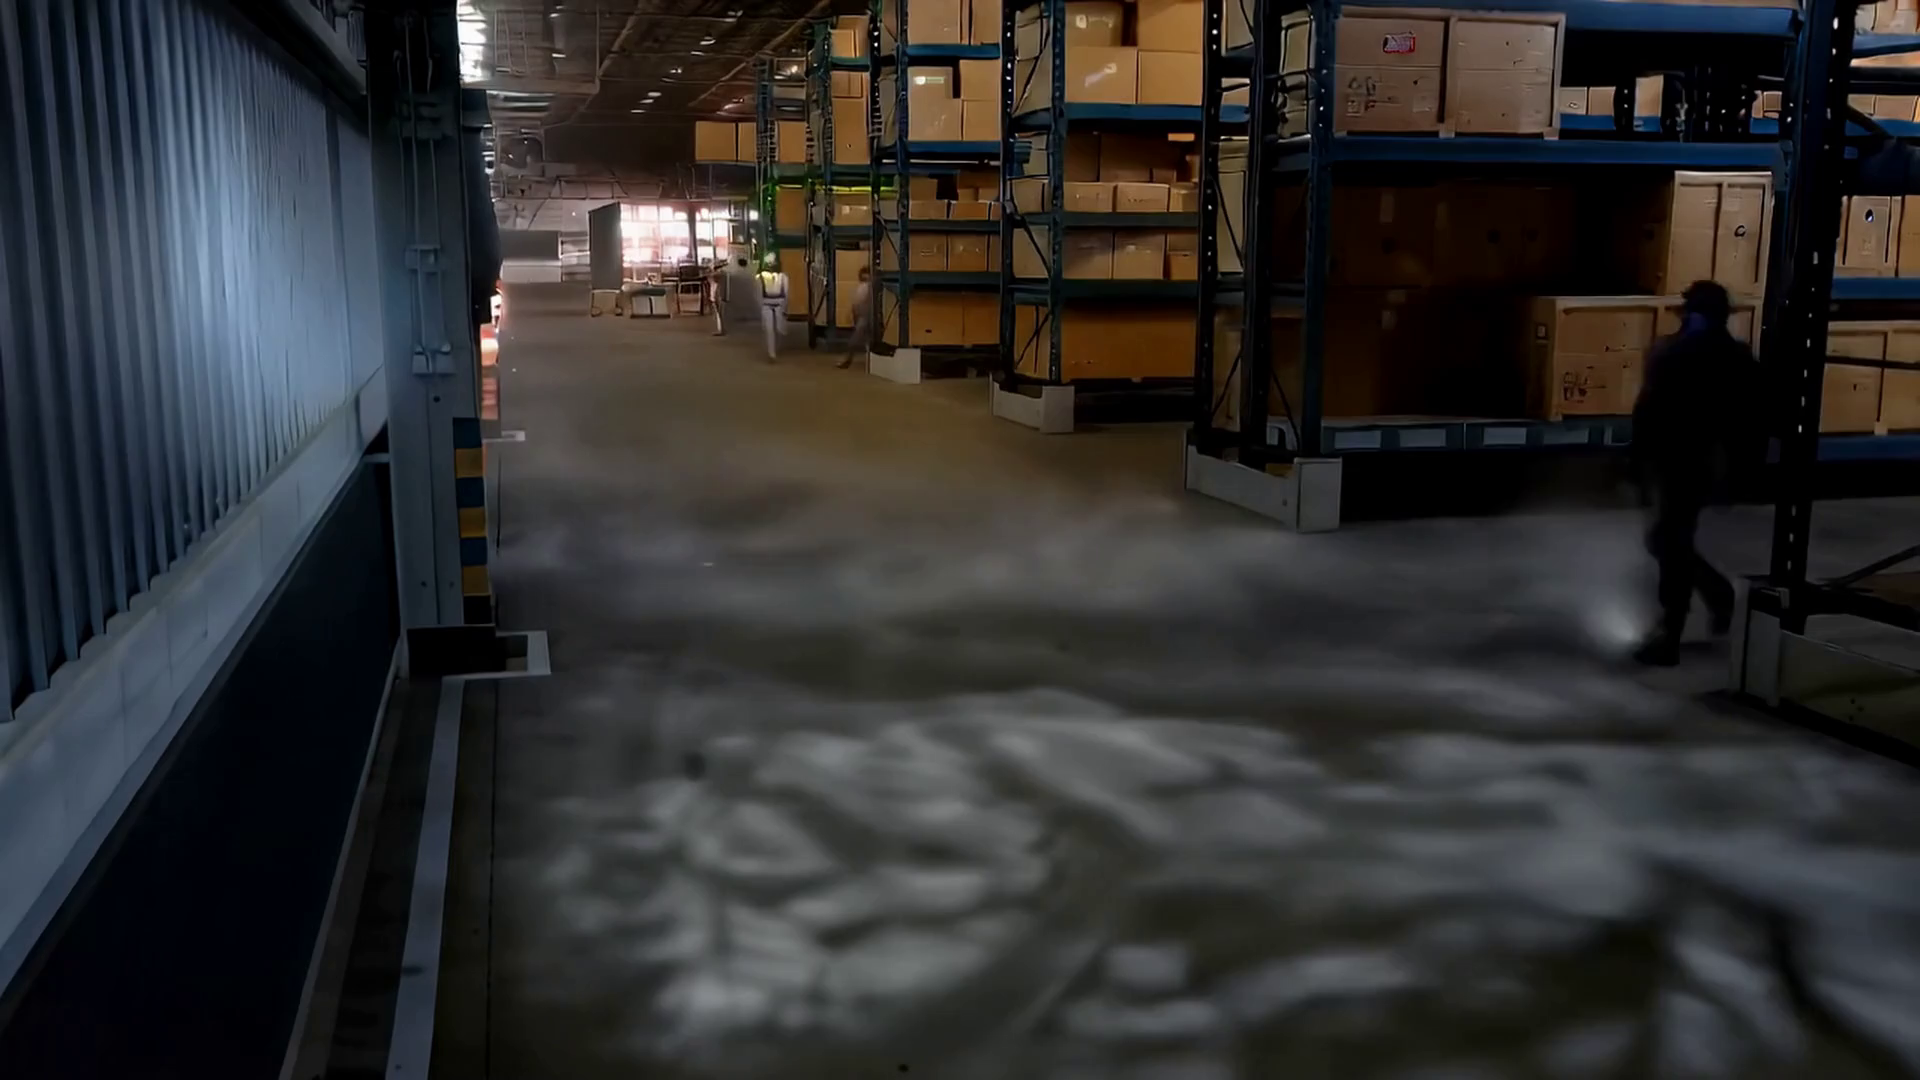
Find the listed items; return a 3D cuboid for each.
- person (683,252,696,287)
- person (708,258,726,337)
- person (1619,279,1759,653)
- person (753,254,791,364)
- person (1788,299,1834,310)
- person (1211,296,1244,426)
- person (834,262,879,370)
[{"bbox_3d":[-9.074,-8.711,55.671,0.404,1.827,0.601,3,10,17],"label":"person"},{"bbox_3d":[-5.456,-5.416,37.224,0.327,1.753,0.563,5,11,25],"label":"person"},{"bbox_3d":[3.679,-0.367,8.322,0.741,1.869,0.648,-3,11,-18],"label":"person"},{"bbox_3d":[-3.260,-4.031,28.994,0.633,1.893,0.991,-4,11,-20],"label":"person"},{"bbox_3d":[8.902,-2.060,17.819,0.967,1.893,0.650,-4,11,-22],"label":"person"},{"bbox_3d":[2.625,-1.578,15.933,0.527,1.592,0.849,10,14,44],"label":"person"},{"bbox_3d":[-1.621,-3.660,27.252,0.968,1.760,0.605,-5,11,-28],"label":"person"}]
